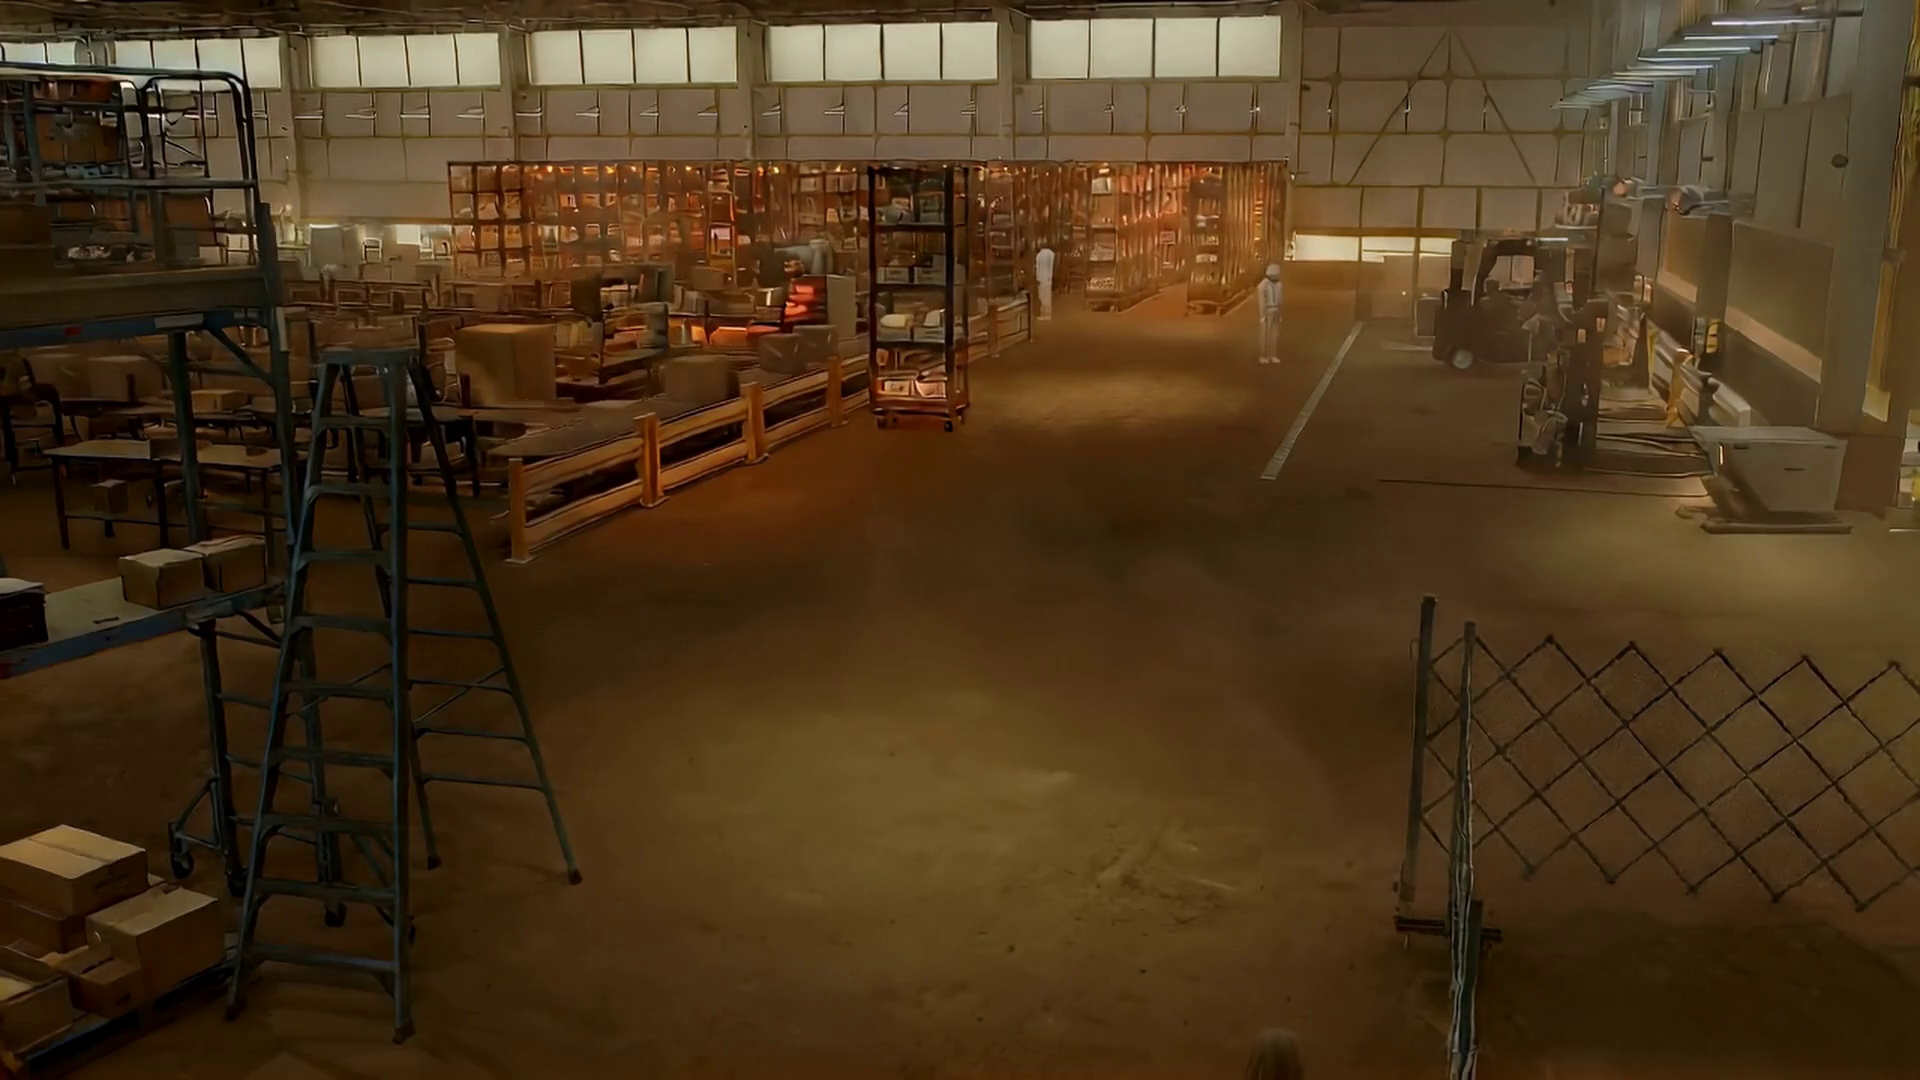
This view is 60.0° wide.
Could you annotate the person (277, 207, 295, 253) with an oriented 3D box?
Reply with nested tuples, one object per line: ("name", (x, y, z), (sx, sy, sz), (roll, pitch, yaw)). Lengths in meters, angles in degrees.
("person", (-26.364, -12.026, 64.566), (0.762, 1.817, 0.642), (-2, 13, -9))

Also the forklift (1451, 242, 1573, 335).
("forklift", (10.464, -4.597, 31.405), (2.680, 1.987, 1.157), (4, 14, 16))

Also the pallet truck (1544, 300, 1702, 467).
("pallet truck", (8.263, -1.952, 20.631), (1.885, 1.965, 0.823), (5, 14, 20))

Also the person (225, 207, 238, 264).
("person", (-25.599, -10.709, 58.498), (0.414, 1.985, 0.611), (2, 13, 9))

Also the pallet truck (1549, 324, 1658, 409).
("pallet truck", (9.824, -2.669, 25.407), (1.601, 1.201, 0.680), (4, 14, 16))

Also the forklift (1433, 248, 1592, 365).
("forklift", (9.780, -4.111, 29.280), (2.680, 1.987, 1.157), (3, 13, 14))

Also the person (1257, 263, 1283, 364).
("person", (5.701, -4.156, 30.511), (0.600, 1.832, 0.404), (-10, 16, -37))

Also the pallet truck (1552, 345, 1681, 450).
("pallet truck", (8.641, -1.896, 21.908), (1.630, 1.274, 0.653), (4, 14, 16))

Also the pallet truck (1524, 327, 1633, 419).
("pallet truck", (9.065, -2.460, 24.370), (1.522, 1.261, 0.704), (3, 13, 14))

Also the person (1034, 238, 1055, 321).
("person", (1.923, -6.011, 38.367), (0.403, 1.904, 0.651), (7, 15, 26))

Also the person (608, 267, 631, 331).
("person", (-6.210, -4.090, 30.373), (0.530, 1.768, 0.312), (9, 16, 33))

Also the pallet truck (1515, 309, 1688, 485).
("pallet truck", (7.554, -1.677, 19.446), (1.885, 1.965, 0.823), (3, 13, 14))
